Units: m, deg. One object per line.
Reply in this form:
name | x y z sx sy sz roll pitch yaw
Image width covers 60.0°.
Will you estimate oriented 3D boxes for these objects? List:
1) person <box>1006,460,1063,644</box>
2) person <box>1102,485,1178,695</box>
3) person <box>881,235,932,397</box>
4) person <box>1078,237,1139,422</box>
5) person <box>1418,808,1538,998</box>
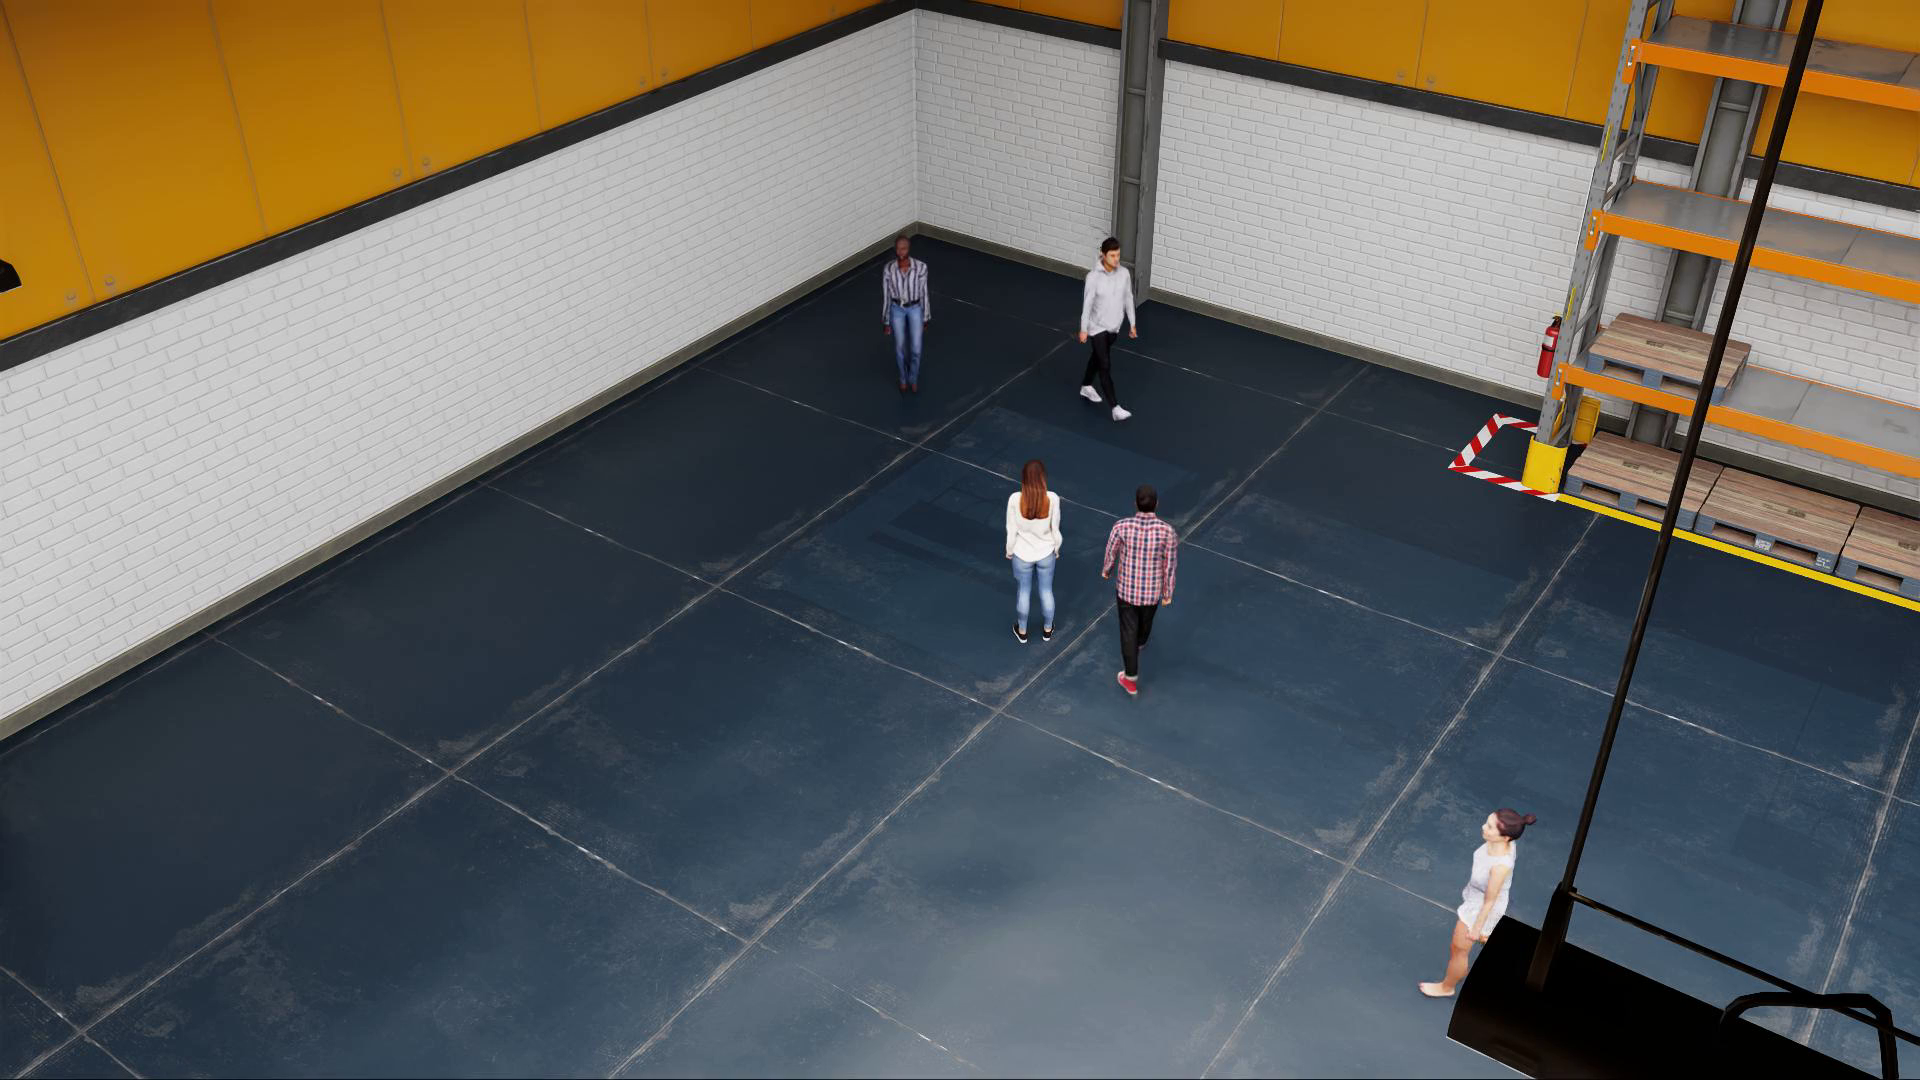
person | 0.606 0.100 13.598 0.679 1.694 0.765 -1 34 -2
person | 1.417 0.430 13.081 1.169 1.716 1.134 0 34 0
person | -0.562 -2.350 17.207 0.789 1.779 0.865 0 34 0
person | 1.409 -2.200 16.890 1.008 1.880 1.276 -19 38 -26
person | 3.331 2.274 10.414 0.893 1.596 0.736 9 35 13
